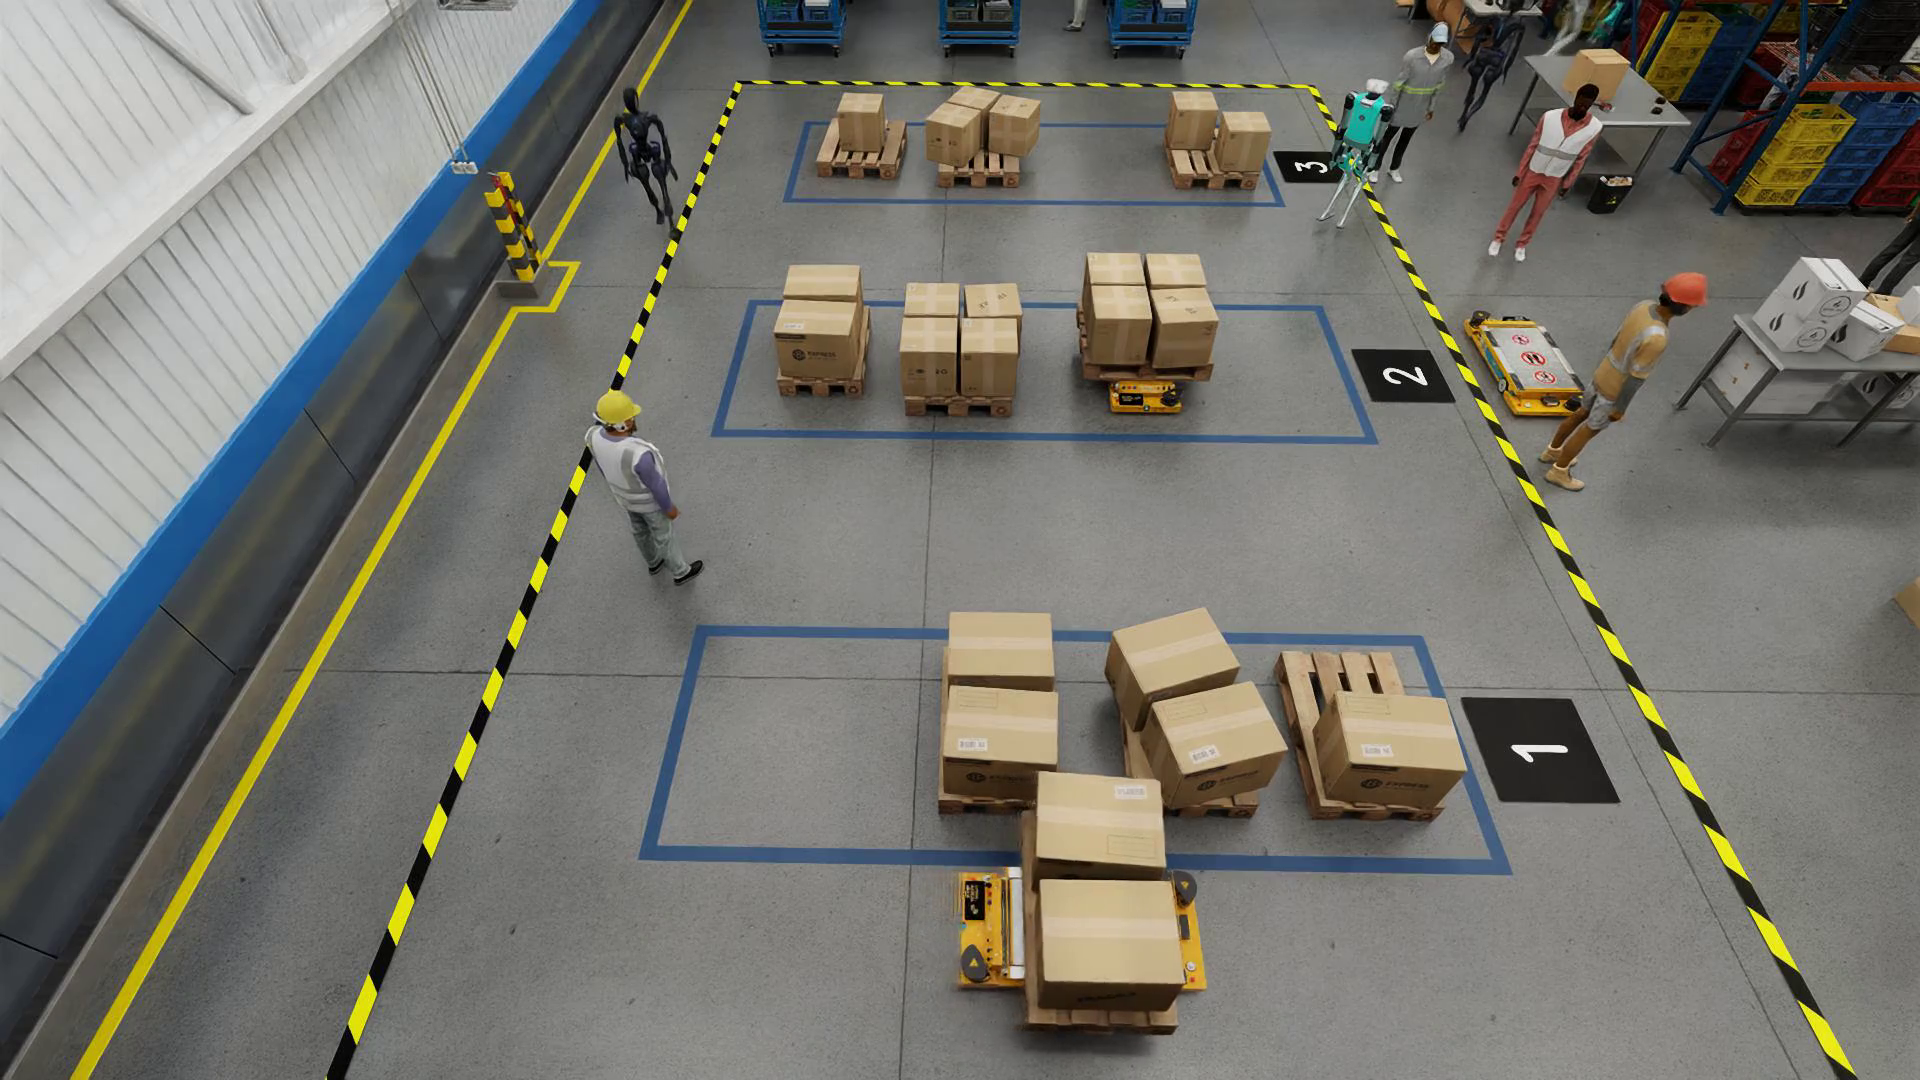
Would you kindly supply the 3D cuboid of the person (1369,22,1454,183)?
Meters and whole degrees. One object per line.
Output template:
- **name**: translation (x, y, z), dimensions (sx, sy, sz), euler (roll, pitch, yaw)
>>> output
- **person**: translation (5.426, -5.208, 10.993), dimensions (0.587, 1.853, 0.392), euler (1, 49, 1)

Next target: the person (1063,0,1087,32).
- **person**: translation (1.888, -8.919, 14.209), dimensions (0.391, 1.846, 0.564), euler (16, 51, 14)

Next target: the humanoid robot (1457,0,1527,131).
- **humanoid robot**: translation (6.891, -6.251, 12.024), dimensions (0.602, 1.638, 0.620), euler (36, 58, 27)

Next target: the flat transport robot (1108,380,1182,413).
- **flat transport robot**: translation (1.773, -1.807, 9.079), dimensions (0.652, 0.197, 1.431), euler (1, 49, 1)

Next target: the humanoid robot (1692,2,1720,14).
- **humanoid robot**: translation (10.727, -7.543, 13.093), dimensions (0.813, 1.767, 0.543), euler (7, 49, 6)

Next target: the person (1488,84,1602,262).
- **person**: translation (6.305, -3.939, 9.862), dimensions (0.580, 1.911, 0.394), euler (22, 53, 18)

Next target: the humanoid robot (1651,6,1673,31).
- **humanoid robot**: translation (10.802, -8.189, 13.703), dimensions (0.643, 1.631, 0.599), euler (-6, 49, -5)

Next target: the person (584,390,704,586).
- **person**: translation (-2.349, -0.355, 6.811), dimensions (0.586, 1.824, 0.404), euler (24, 53, 20)

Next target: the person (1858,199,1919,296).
- **person**: translation (9.822, -3.198, 9.258), dimensions (0.346, 1.846, 0.504), euler (-4, 49, -3)

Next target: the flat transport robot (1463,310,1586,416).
- **flat transport robot**: translation (5.573, -1.757, 9.054), dimensions (0.659, 0.231, 1.431), euler (1, 49, 1)

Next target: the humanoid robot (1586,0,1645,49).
- **humanoid robot**: translation (9.416, -7.624, 13.173), dimensions (0.687, 1.808, 0.530), euler (-10, 50, -8)

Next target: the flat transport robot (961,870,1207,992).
- **flat transport robot**: translation (0.725, 2.325, 5.502), dimensions (1.431, 0.197, 0.652), euler (1, 49, 1)

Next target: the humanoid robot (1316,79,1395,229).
- **humanoid robot**: translation (4.487, -4.356, 10.241), dimensions (0.533, 1.681, 0.735), euler (35, 57, 26)

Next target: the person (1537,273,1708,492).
- **person**: translation (5.365, -1.267, 7.459), dimensions (0.377, 2.041, 0.612), euler (12, 50, 10)

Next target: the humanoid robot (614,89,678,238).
- **humanoid robot**: translation (-3.504, -4.218, 10.274), dimensions (0.585, 1.621, 0.760), euler (-8, 50, -7)

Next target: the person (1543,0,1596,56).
- **person**: translation (8.870, -7.715, 13.175), dimensions (0.554, 1.838, 0.545), euler (-14, 51, -12)

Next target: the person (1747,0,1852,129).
- **person**: translation (10.918, -6.117, 11.851), dimensions (0.304, 1.742, 0.493), euler (-28, 55, -22)
